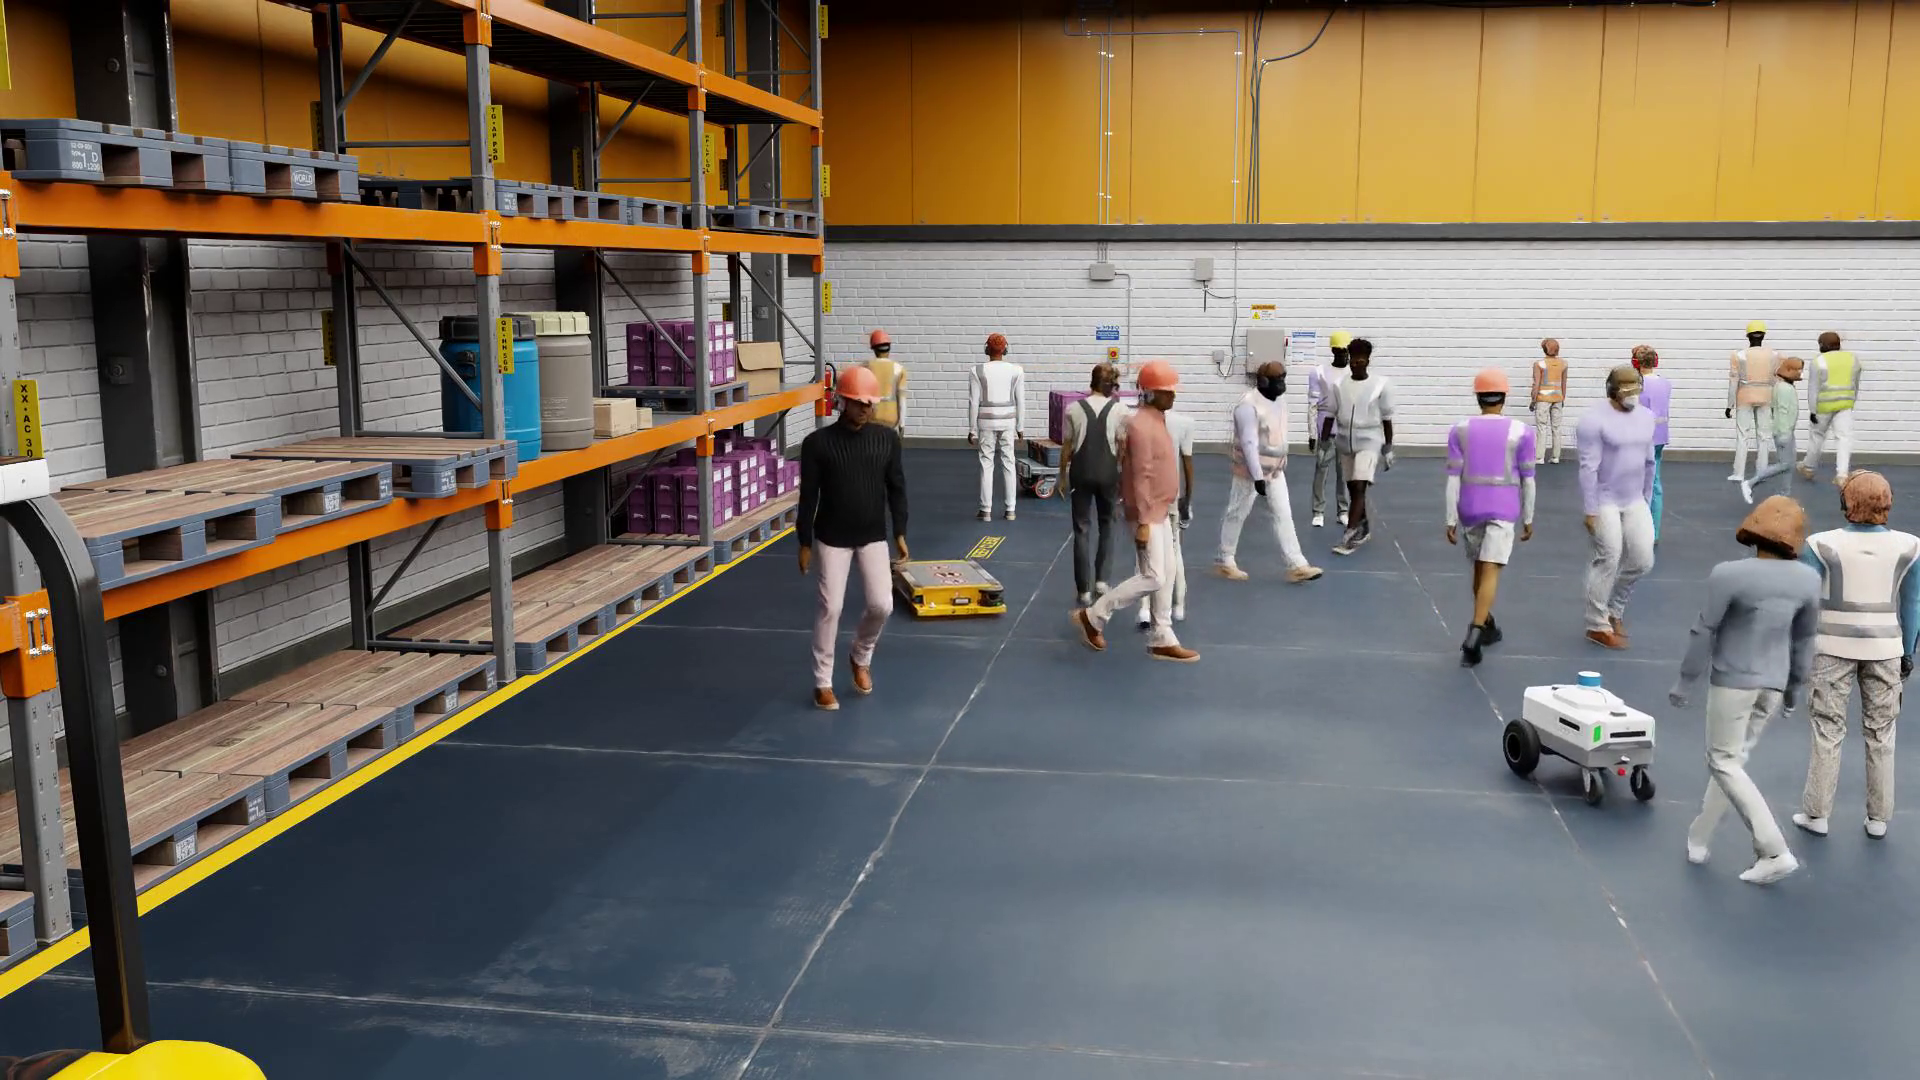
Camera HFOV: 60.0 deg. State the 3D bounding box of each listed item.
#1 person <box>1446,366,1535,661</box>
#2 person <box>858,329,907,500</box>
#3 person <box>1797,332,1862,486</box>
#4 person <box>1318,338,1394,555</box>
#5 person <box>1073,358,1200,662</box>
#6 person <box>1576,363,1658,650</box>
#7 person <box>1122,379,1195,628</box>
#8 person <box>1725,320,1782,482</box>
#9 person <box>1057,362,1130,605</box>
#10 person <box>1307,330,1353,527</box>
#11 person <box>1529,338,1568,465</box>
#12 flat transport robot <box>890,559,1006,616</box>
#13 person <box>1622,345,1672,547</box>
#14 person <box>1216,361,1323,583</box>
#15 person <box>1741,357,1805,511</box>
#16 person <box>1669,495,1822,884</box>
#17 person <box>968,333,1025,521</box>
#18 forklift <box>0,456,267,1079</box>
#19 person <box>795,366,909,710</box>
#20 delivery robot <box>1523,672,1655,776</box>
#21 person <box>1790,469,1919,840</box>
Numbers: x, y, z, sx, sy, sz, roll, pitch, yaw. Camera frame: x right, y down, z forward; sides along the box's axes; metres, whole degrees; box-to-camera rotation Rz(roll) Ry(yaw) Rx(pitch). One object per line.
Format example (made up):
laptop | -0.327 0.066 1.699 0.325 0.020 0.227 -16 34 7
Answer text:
person | 3.422 -0.180 10.840 0.551 1.892 0.984 5 11 30
person | -0.835 -1.310 17.835 0.531 1.896 0.918 -1 9 -4
person | 10.275 -1.562 19.663 0.644 1.776 0.991 1 9 5
person | 3.572 -0.863 14.979 0.634 1.915 1.020 7 11 35
person | 1.143 -0.177 10.561 0.719 1.973 0.624 3 10 16
person | 4.345 -0.214 10.987 0.656 1.903 0.436 -3 10 -18
person | 1.399 -0.294 11.738 0.495 1.826 0.720 0 9 -3
person | 9.380 -1.632 19.693 0.585 1.918 0.379 1 9 8
person | 1.001 -0.429 12.570 0.552 1.819 0.503 1 9 4
person | 3.704 -1.086 16.311 0.614 1.925 0.372 -1 9 -7
person | 7.598 -1.782 21.473 0.512 1.641 0.307 -3 10 -17
flat transport robot | -0.116 0.341 12.587 0.652 0.197 1.431 -2 9 -11
person | 6.169 -0.833 15.003 0.564 1.839 0.396 -5 11 -30
person | 2.461 -0.527 13.269 0.627 1.787 0.972 -9 13 -43
person | 8.553 -1.108 17.371 0.528 1.617 0.514 7 11 36
person | 3.254 0.611 6.851 0.552 1.593 0.588 -3 10 -16
person | 0.362 -1.128 16.685 0.585 1.882 0.344 -2 9 -12
forklift | -2.328 0.975 2.765 2.313 2.155 1.214 1 9 9
person | -0.625 -0.012 9.527 0.639 1.967 0.473 -4 10 -21
delivery robot | 3.039 0.883 8.061 0.477 0.478 0.707 -2 10 -10
person | 3.944 0.510 7.334 0.514 1.640 0.309 2 9 12
